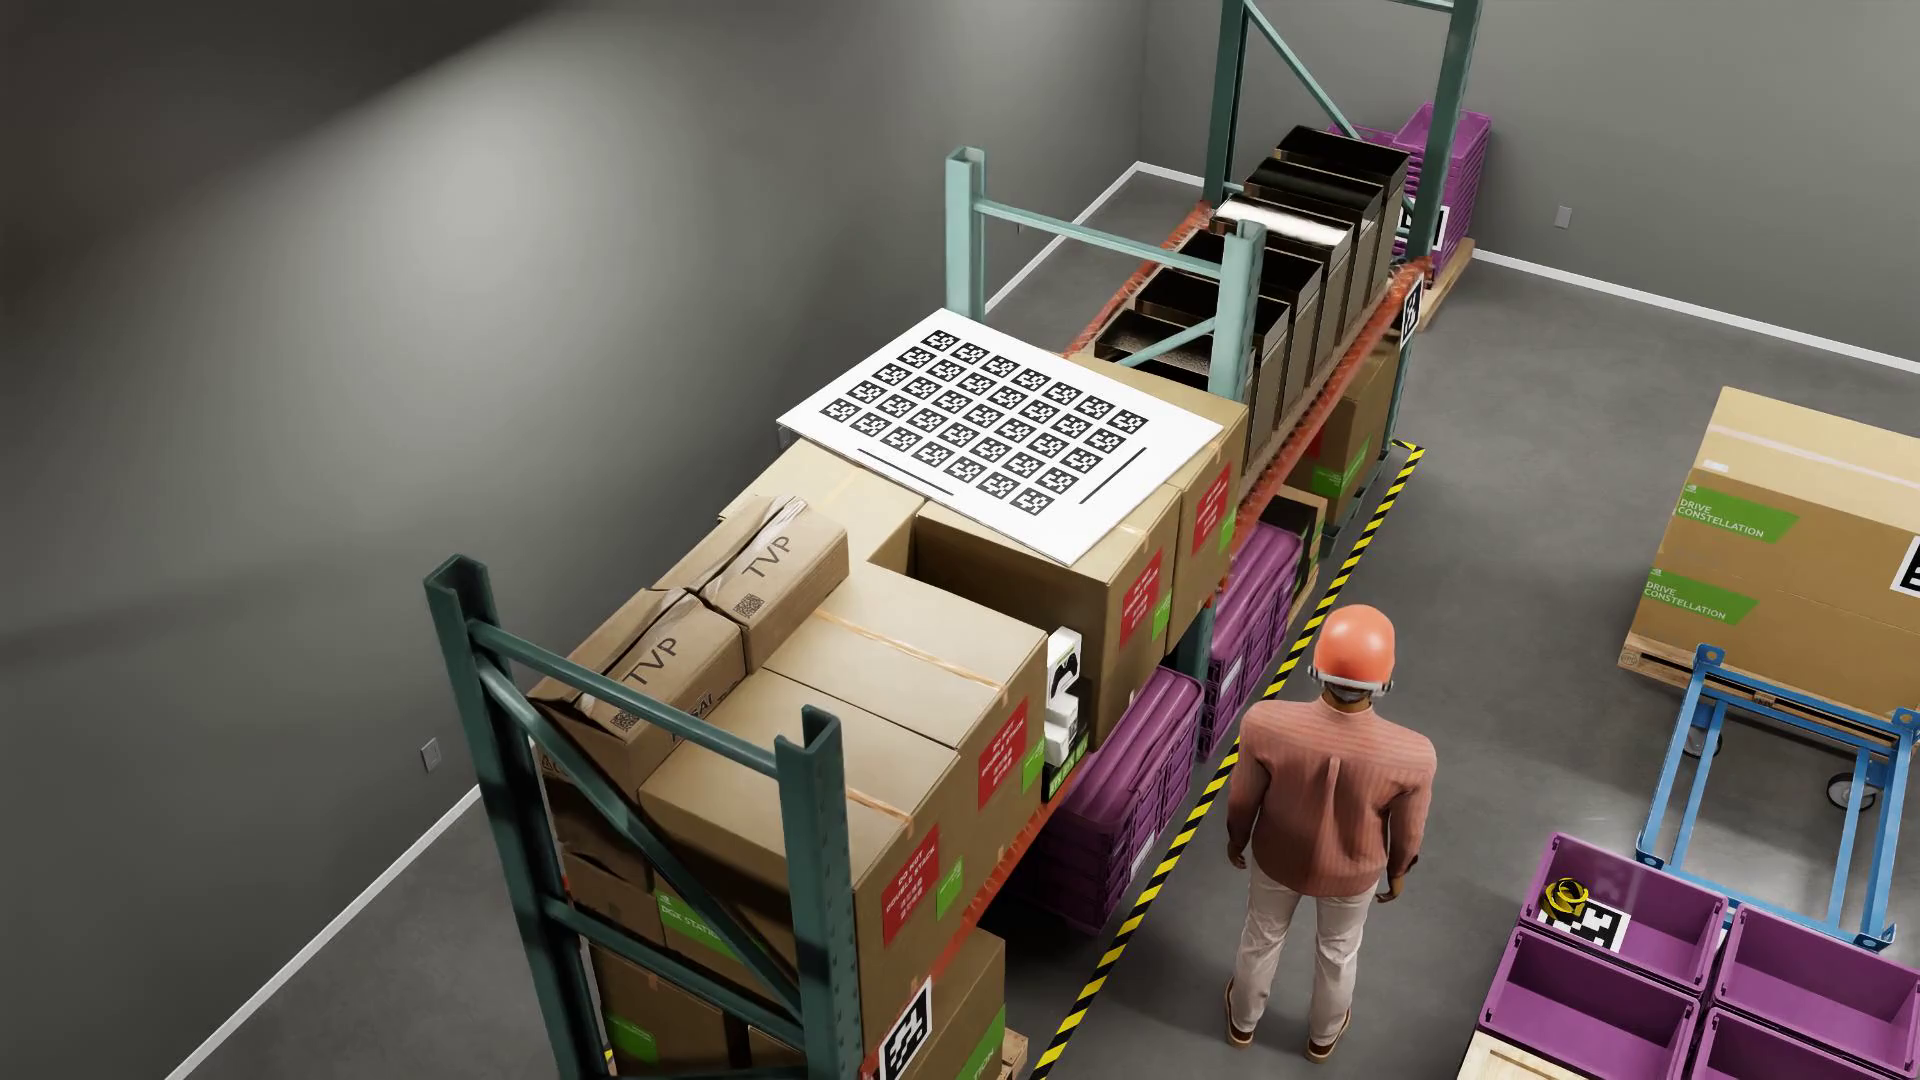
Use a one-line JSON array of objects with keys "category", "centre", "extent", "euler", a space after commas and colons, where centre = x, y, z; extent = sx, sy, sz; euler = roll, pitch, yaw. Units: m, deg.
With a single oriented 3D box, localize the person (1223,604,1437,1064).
[{"category": "person", "centre": [1.155, 0.994, 5.370], "extent": [0.612, 1.994, 0.382], "euler": [10, 41, 12]}]
